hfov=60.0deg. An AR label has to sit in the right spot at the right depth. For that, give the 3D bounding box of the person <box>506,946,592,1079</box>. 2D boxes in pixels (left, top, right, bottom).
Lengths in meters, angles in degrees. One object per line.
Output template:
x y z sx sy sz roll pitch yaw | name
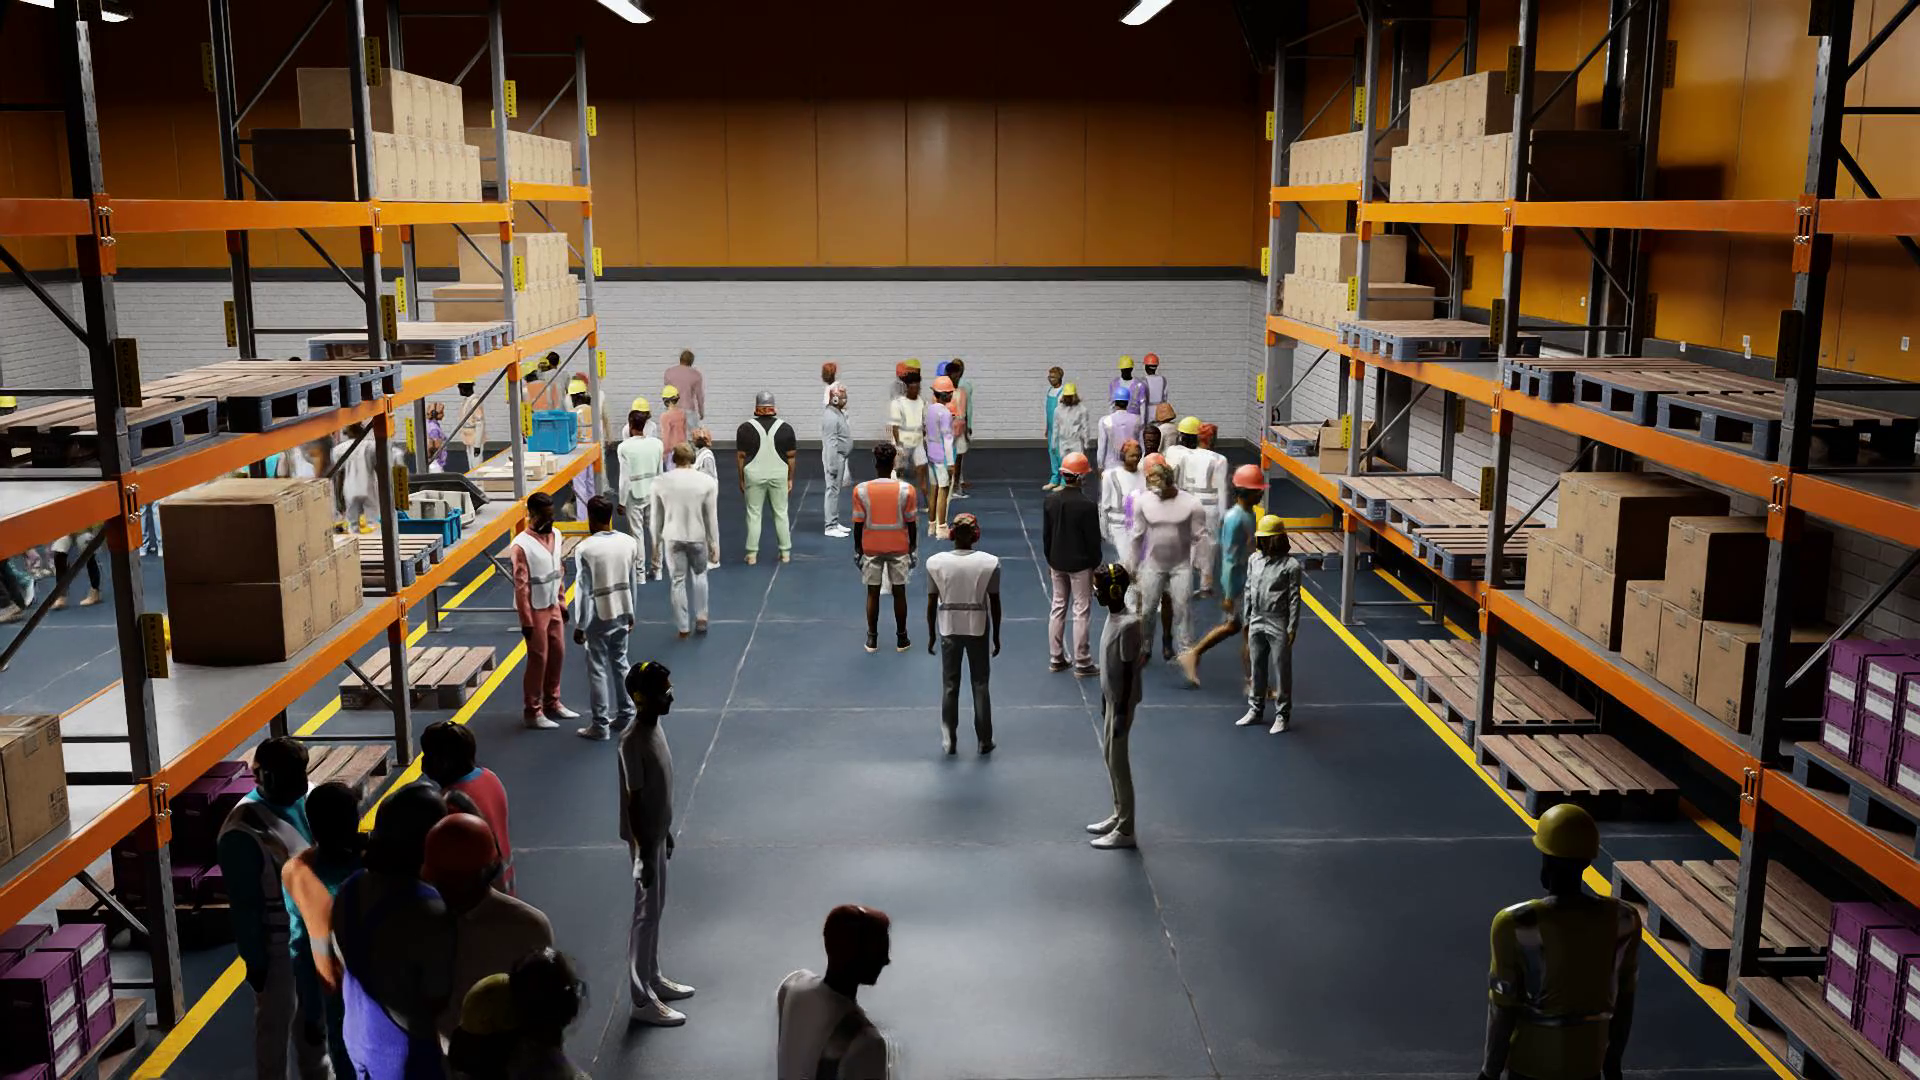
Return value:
-1.279 2.190 5.236 0.577 1.814 0.370 10 15 42 | person

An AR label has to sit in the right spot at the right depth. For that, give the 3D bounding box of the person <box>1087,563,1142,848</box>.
1.007 1.064 10.776 0.335 1.855 0.533 -1 11 -6 | person

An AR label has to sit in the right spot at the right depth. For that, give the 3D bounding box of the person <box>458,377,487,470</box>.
-6.671 -1.360 22.739 0.388 1.926 0.590 -6 13 -28 | person

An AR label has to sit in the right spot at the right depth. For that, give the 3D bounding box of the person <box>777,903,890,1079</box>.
-0.429 2.097 5.558 0.384 1.872 0.650 -8 14 -35 | person

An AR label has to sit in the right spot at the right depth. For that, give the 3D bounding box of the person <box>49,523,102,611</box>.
-9.098 -0.090 17.008 0.546 1.660 0.748 2 11 11 | person

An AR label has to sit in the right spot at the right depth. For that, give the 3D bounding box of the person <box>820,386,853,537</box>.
-1.543 -0.990 20.961 0.401 1.903 0.644 0 11 0 | person

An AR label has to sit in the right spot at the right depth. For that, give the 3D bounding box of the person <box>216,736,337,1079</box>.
-2.980 1.749 7.408 0.430 1.832 0.632 3 12 14 | person

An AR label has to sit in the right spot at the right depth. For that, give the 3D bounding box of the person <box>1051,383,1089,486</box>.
1.486 -1.289 22.881 0.513 1.714 0.738 4 12 20 | person

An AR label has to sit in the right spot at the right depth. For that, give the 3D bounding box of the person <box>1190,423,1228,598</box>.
2.544 -0.300 17.569 0.526 1.875 0.599 -10 15 -42 | person

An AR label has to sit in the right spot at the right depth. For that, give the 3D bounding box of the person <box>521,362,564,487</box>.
-6.181 -1.681 24.475 0.672 1.883 0.419 -6 13 -26 | person

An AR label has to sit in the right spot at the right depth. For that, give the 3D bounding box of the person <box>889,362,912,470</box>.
-0.920 -1.976 26.336 0.398 1.719 0.618 6 13 28 | person

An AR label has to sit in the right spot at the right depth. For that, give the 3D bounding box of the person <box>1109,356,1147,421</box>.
2.495 -1.798 24.930 0.589 1.928 0.384 6 13 27 | person

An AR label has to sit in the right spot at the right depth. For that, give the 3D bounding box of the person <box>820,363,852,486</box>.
-1.829 -1.692 24.619 0.476 1.854 0.583 -3 12 -16 | person

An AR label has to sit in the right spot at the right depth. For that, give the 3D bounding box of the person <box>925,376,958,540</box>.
-0.216 -1.028 20.777 0.378 2.045 0.605 -5 12 -24 | person

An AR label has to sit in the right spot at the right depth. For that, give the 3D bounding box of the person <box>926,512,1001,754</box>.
0.027 0.715 12.532 0.564 1.847 0.396 1 11 6 | person

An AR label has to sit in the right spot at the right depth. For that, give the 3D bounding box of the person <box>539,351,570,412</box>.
-6.441 -2.070 26.483 0.505 1.861 0.330 -6 13 -28 | person

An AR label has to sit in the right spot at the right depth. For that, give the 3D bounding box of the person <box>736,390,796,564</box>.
-2.262 -0.751 19.397 0.685 2.000 0.538 -3 12 -13 | person

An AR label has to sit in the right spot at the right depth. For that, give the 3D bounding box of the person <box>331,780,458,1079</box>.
-2.004 1.873 6.238 0.687 2.000 0.536 10 15 40 | person

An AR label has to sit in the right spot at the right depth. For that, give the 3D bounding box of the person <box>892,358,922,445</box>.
-0.868 -2.139 27.206 0.833 1.706 0.497 8 14 35 | person

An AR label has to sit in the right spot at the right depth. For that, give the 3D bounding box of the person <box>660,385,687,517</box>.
-3.837 -1.184 22.259 0.330 1.768 0.526 6 13 26 | person

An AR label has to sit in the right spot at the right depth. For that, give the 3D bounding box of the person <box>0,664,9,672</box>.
-8.752 0.288 14.717 0.502 1.837 0.350 7 13 30 | person

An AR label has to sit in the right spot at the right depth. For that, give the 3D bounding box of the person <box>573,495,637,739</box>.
-2.748 0.599 12.984 0.404 1.906 0.598 8 14 34 | person

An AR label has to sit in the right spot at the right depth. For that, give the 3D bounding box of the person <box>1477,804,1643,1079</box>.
2.233 1.924 6.270 0.592 1.926 0.366 -2 11 -10 | person

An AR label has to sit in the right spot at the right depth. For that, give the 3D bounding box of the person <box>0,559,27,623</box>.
-9.675 -0.135 16.544 0.628 1.953 0.606 10 15 40 | person

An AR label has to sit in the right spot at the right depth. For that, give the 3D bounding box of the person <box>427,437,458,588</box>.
-5.732 -0.301 18.153 0.310 1.638 0.522 -9 14 -38 | person

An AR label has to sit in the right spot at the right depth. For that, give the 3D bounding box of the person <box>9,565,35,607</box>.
-9.898 -0.144 16.791 0.641 1.880 0.835 4 12 21 | person

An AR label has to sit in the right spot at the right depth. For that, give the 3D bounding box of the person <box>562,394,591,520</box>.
-5.058 -1.120 22.169 0.694 1.682 0.556 -7 13 -31 | person

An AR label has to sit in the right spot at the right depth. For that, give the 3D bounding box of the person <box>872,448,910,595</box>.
-0.803 -0.206 17.699 0.362 1.620 0.530 1 11 4 | person

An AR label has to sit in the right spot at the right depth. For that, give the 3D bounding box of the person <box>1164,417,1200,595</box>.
2.383 -0.364 17.779 0.409 1.918 0.595 -5 13 -26 | person

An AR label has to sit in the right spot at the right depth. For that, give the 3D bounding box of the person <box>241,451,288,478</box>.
-7.492 -0.374 18.015 0.564 1.838 0.388 3 12 13 | person

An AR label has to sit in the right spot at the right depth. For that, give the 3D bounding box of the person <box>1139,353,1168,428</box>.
2.884 -1.865 25.246 0.545 1.938 0.362 -6 13 -27 | person
